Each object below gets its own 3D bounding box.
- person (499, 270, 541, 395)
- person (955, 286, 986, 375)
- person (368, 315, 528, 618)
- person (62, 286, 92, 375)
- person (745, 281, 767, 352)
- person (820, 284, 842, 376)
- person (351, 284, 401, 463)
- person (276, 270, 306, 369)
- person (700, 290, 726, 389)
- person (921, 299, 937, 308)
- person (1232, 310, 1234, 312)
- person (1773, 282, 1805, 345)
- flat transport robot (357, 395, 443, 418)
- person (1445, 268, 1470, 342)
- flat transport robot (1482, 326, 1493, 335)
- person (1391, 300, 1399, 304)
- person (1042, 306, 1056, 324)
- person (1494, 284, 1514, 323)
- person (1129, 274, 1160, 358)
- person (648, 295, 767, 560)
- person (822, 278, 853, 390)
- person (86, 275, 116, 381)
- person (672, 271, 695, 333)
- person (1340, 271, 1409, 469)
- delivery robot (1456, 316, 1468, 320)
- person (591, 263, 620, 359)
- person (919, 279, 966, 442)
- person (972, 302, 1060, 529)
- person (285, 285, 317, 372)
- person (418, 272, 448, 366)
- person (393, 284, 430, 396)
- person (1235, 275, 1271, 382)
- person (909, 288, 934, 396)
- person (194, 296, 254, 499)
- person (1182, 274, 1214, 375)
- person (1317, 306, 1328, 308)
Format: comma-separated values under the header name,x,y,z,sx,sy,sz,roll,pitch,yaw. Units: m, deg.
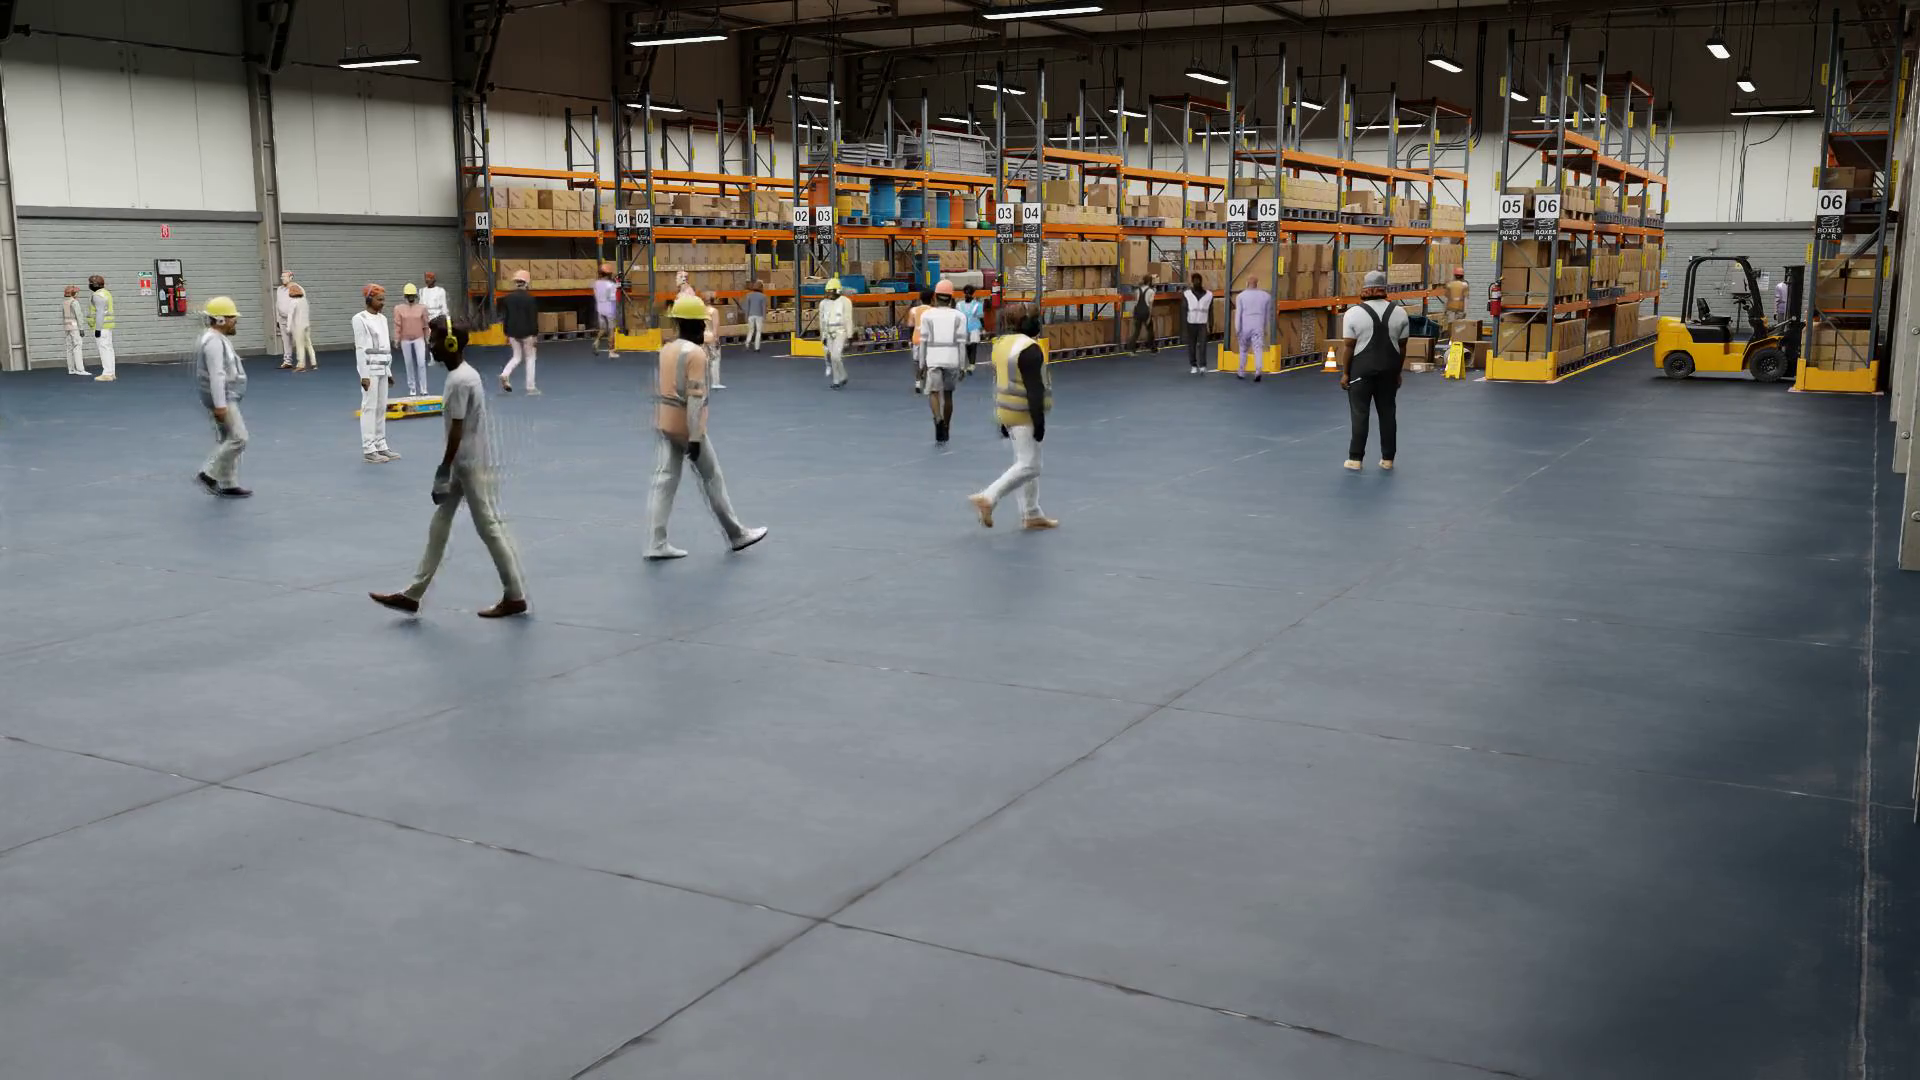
name,x,y,z,sx,sy,sz,roll,pitch,yaw
person,-6.898,-3.228,25.967,0.612,1.974,0.701,4,10,22
person,0.165,-3.858,30.604,0.579,1.631,0.935,4,10,21
person,-3.052,-0.411,9.871,0.946,1.821,0.556,-3,10,-18
person,-16.204,-3.826,30.420,0.511,1.638,0.308,6,11,32
person,-4.619,-5.045,37.629,0.526,1.606,0.428,3,10,17
person,-2.244,-3.725,29.569,0.490,1.726,0.382,-1,10,-5
person,-6.196,-1.766,17.638,0.356,1.885,0.572,1,10,8
person,-12.927,-4.243,32.073,0.638,1.909,0.408,3,10,17
person,-4.122,-3.259,27.132,0.554,1.620,0.526,-9,13,-43
person,-0.901,-6.971,48.054,0.624,1.916,1.031,6,11,30
person,6.352,-5.144,37.147,0.614,1.993,1.070,6,12,33
person,18.395,-5.076,36.937,0.586,1.917,0.392,5,11,28
flat transport robot,-7.461,-1.835,22.756,0.652,0.197,1.431,5,11,29
person,11.698,-5.444,39.168,0.568,1.885,0.982,4,11,24
flat transport robot,14.433,-5.773,45.815,0.652,0.197,1.431,-1,10,-6
person,11.733,-6.379,45.466,0.521,1.615,0.756,7,12,36
person,1.885,-5.209,37.678,0.624,1.931,0.371,0,10,-2
person,13.576,-5.841,41.539,0.552,1.884,1.022,7,12,35
person,3.963,-4.793,35.687,0.509,1.786,1.028,7,12,34
person,-1.881,-0.813,12.033,0.959,1.882,0.617,-8,12,-38
person,-2.023,-3.332,26.999,0.461,1.813,0.626,-10,14,-44
person,-15.068,-3.714,29.170,0.429,1.841,0.633,-2,10,-14
person,-4.915,-3.822,29.607,0.406,1.911,0.636,-3,10,-18
person,4.201,-1.741,17.030,0.682,2.000,0.536,-1,10,-6
delivery robot,13.676,-5.959,45.798,0.707,0.478,0.477,2,10,13
person,-7.518,-4.843,35.242,0.624,2.022,0.583,6,11,30
person,-0.197,-2.077,19.375,0.552,1.913,0.776,-1,10,-4
person,0.450,-0.957,13.079,0.698,1.827,0.636,-3,10,-17
person,-12.453,-3.989,31.402,0.352,1.629,0.634,3,10,15
person,-10.450,-4.372,32.928,0.584,1.867,0.448,3,10,19
person,-8.491,-3.084,25.773,0.538,1.736,0.787,-3,10,-16
person,5.116,-3.692,29.015,0.651,1.859,0.936,0,10,-1
person,-0.526,-3.081,25.922,0.550,1.680,0.378,4,10,20
person,-6.560,-1.255,14.830,0.421,1.815,0.614,-4,10,-20
person,4.378,-3.964,30.633,0.587,1.850,1.082,1,10,4
person,10.034,-6.661,46.001,0.644,1.980,0.511,1,10,3
